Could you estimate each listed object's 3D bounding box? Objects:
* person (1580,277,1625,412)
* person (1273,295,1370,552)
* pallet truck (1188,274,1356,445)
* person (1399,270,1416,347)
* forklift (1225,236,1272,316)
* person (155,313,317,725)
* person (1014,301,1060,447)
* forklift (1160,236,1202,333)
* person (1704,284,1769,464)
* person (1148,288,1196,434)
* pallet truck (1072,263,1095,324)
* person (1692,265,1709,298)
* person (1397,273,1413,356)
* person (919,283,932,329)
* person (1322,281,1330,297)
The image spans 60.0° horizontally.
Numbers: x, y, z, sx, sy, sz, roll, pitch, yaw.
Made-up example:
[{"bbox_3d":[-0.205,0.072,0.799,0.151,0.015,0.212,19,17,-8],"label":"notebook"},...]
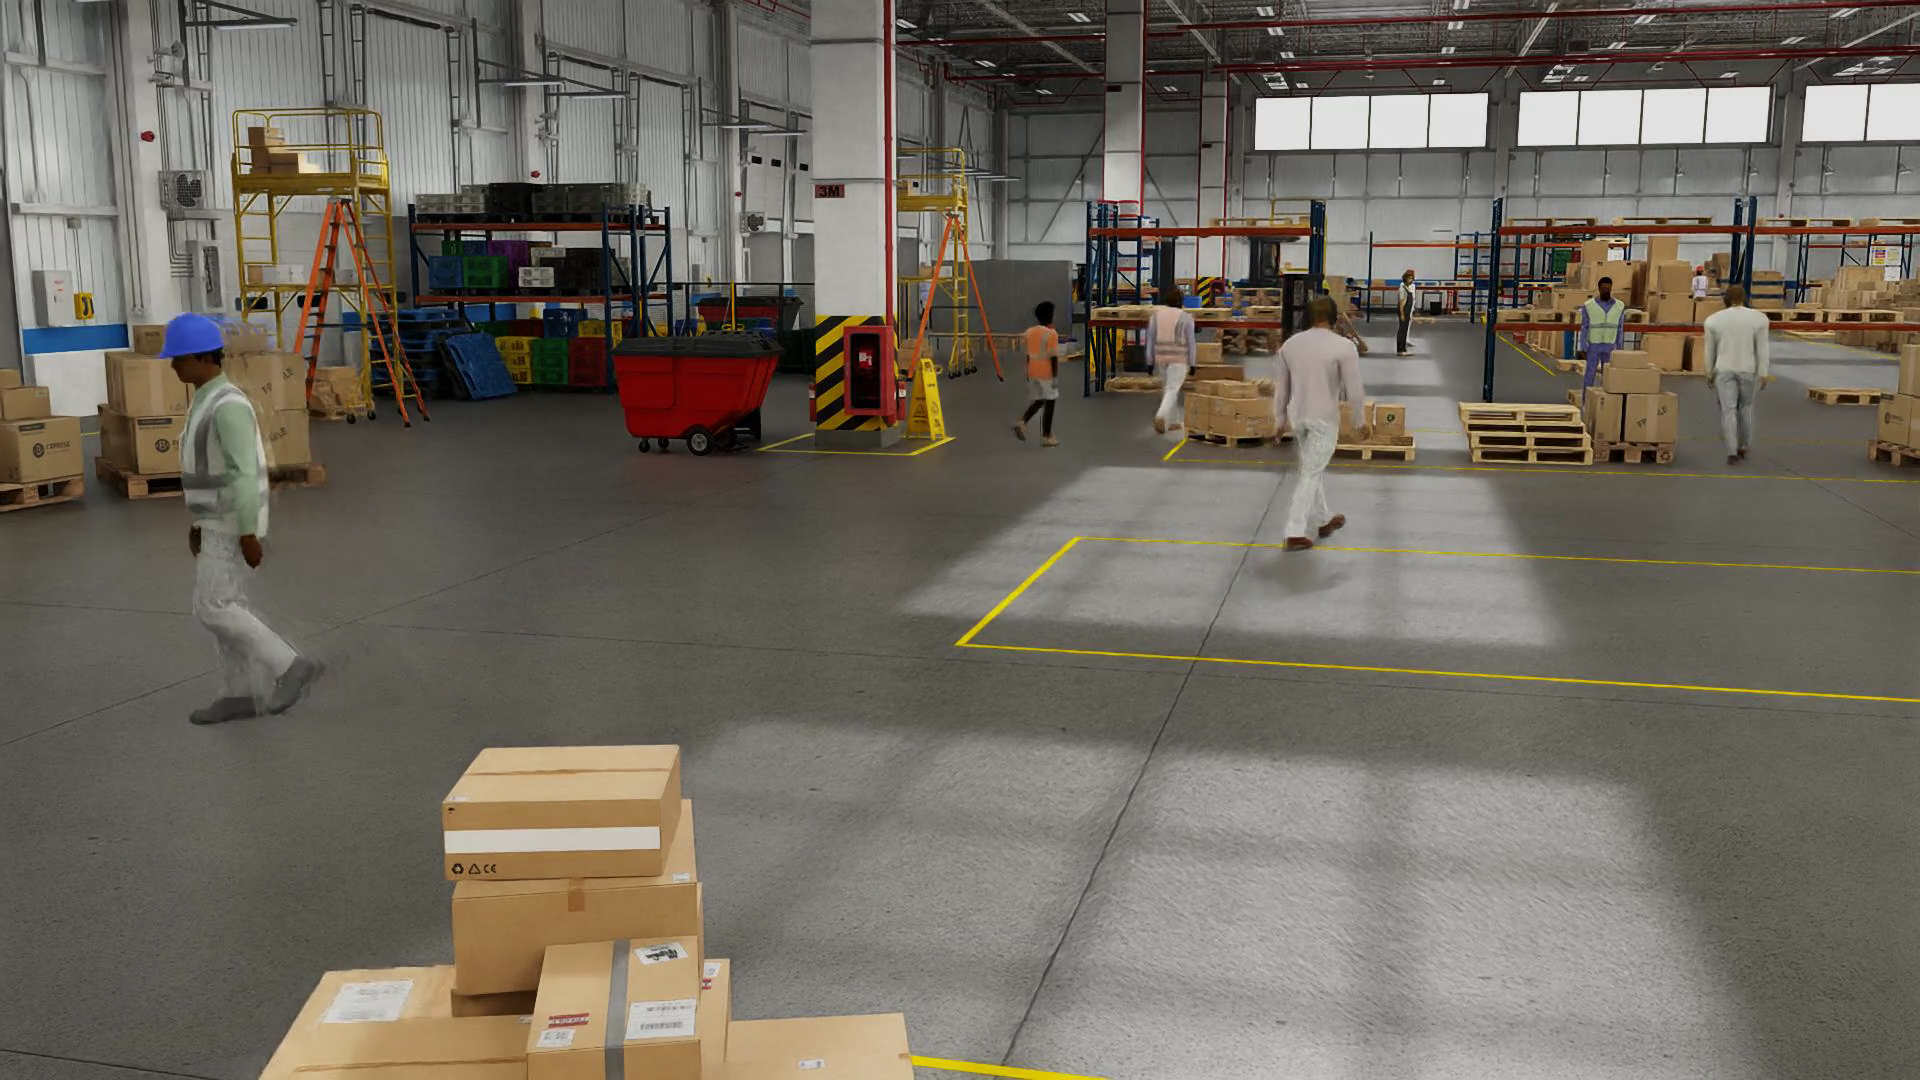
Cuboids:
[{"bbox_3d":[9.010,-2.736,23.385,0.585,1.911,0.391,0,10,1],"label":"person"},{"bbox_3d":[2.735,-0.889,12.539,0.989,1.889,0.641,-9,13,-42],"label":"person"},{"bbox_3d":[3.653,-2.138,19.590,1.885,1.965,0.823,-4,10,-20],"label":"pallet truck"},{"bbox_3d":[10.889,-5.624,40.450,0.353,1.883,0.572,9,13,43],"label":"person"},{"bbox_3d":[9.027,-7.765,50.121,1.873,2.768,1.129,7,12,37],"label":"forklift"},{"bbox_3d":[-3.398,-0.085,7.707,0.504,1.924,0.606,-6,11,-31],"label":"person"},{"bbox_3d":[0.918,-1.895,19.081,0.477,1.678,0.542,-7,12,-36],"label":"person"},{"bbox_3d":[5.866,-7.214,46.878,1.873,2.768,1.129,2,10,14],"label":"forklift"},{"bbox_3d":[8.280,-1.781,17.812,0.643,1.880,1.002,3,10,20],"label":"person"},{"bbox_3d":[2.614,-2.227,20.680,0.628,1.806,0.875,8,12,38],"label":"person"},{"bbox_3d":[4.325,-8.180,55.162,0.823,1.965,1.885,6,11,31],"label":"pallet truck"},{"bbox_3d":[22.960,-7.565,51.719,0.551,1.934,0.373,-3,10,-16],"label":"person"},{"bbox_3d":[9.860,-4.987,36.813,0.341,1.846,0.509,6,11,31],"label":"person"},{"bbox_3d":[-0.970,-7.359,50.541,0.544,1.930,0.389,-4,10,-23],"label":"person"},{"bbox_3d":[6.945,-4.120,32.036,0.486,1.738,0.320,-6,11,-32],"label":"person"}]
